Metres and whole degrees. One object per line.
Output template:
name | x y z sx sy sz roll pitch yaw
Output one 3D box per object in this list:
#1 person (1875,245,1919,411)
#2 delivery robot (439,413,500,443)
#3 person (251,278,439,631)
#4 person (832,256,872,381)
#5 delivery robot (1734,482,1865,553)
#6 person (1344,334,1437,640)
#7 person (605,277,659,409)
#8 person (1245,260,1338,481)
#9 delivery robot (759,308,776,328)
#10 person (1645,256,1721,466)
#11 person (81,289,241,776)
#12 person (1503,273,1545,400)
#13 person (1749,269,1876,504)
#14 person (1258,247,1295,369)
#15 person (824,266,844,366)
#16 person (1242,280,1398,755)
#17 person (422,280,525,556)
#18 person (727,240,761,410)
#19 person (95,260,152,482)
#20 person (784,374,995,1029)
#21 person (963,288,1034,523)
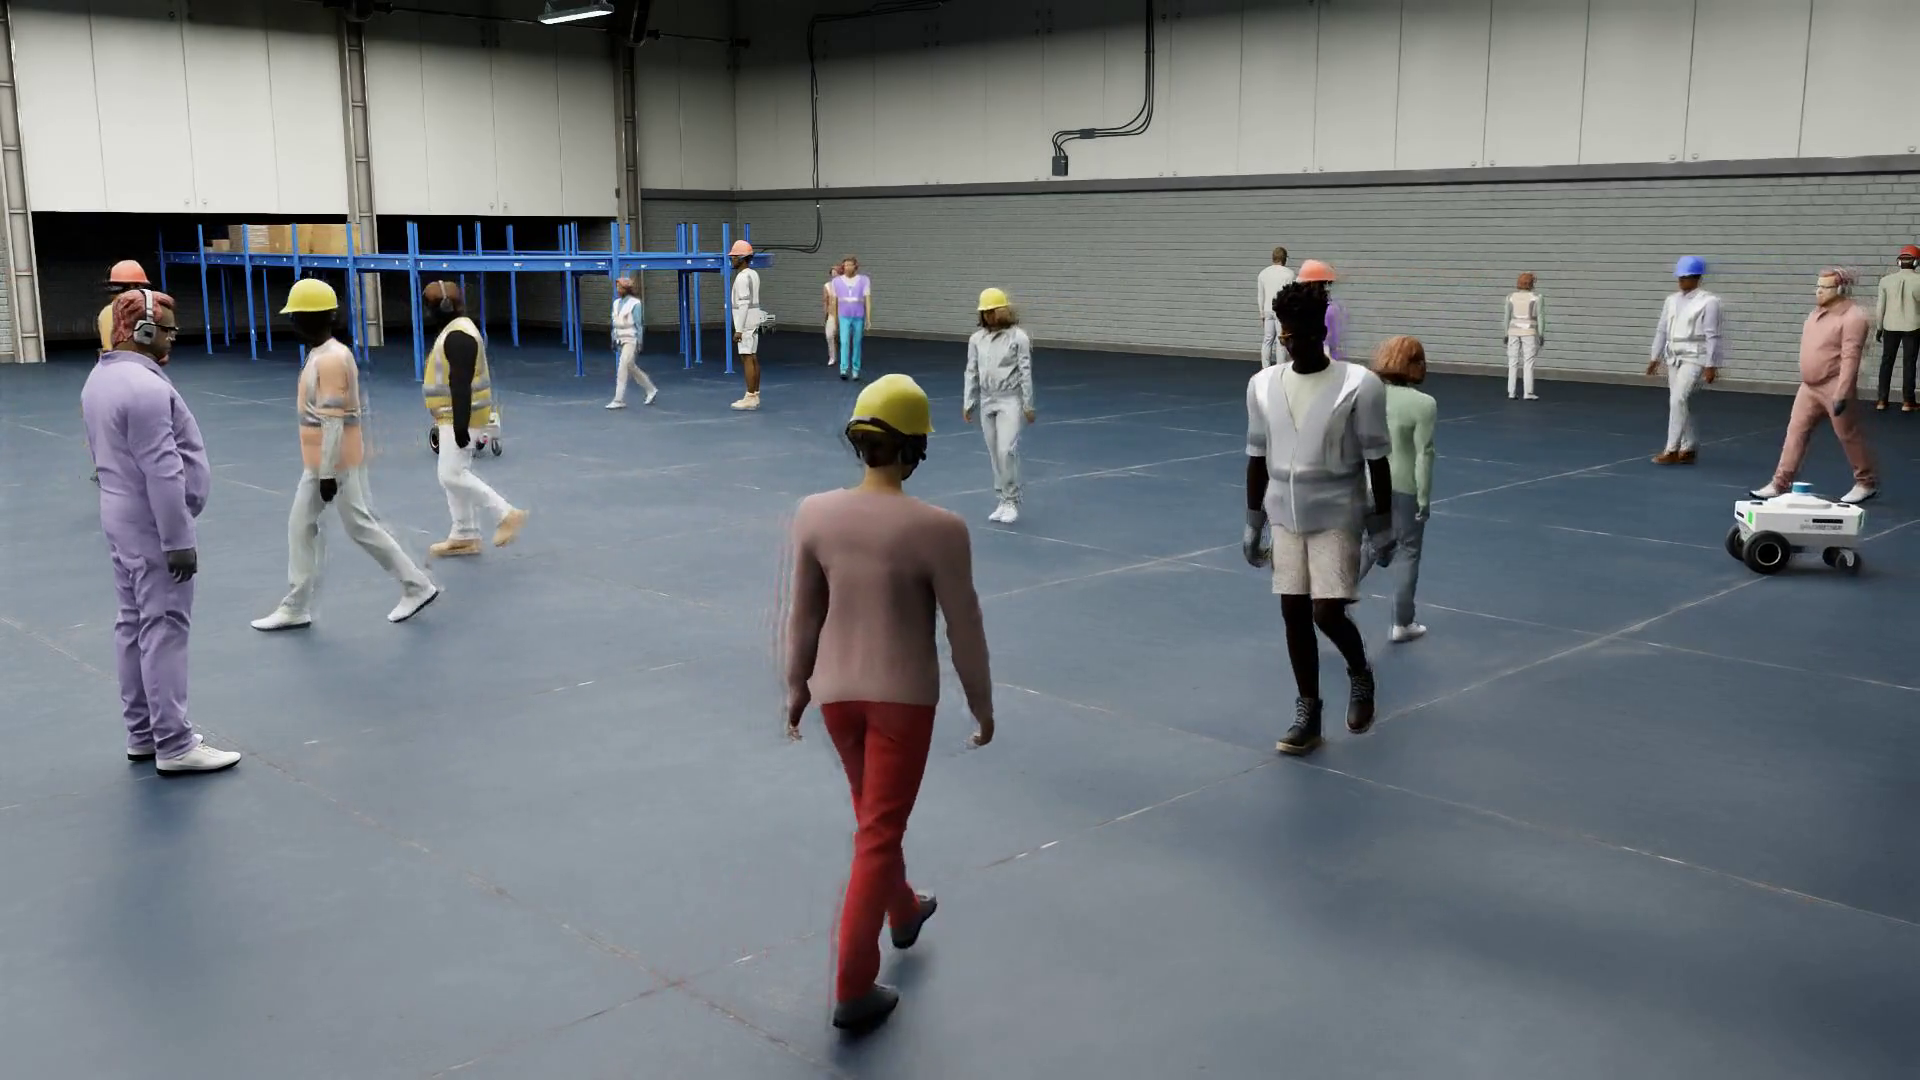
person | 11.474 -2.578 20.232 0.392 1.986 0.611 -10 14 -43
delivery robot | -4.791 -1.150 16.215 0.477 0.478 0.707 -10 14 -44
person | -3.341 -0.466 8.991 0.953 1.892 0.598 -5 12 -27
person | -1.573 -3.210 24.183 0.591 1.793 0.955 0 10 -1
delivery robot | 5.354 -0.124 10.617 0.707 0.478 0.477 2 11 10
person | 2.190 -0.253 8.568 0.654 1.608 0.508 -9 14 -42
person | -4.067 -2.444 20.542 0.806 1.606 0.527 -10 14 -44
person | 2.933 -1.417 14.170 0.969 1.887 0.563 3 11 17
delivery robot | -4.325 -4.798 36.109 0.477 0.478 0.707 -10 14 -44
person | 6.574 -1.638 15.305 0.791 1.921 0.614 -3 11 -17
person | -3.174 -0.033 6.590 0.407 1.903 0.639 -10 14 -43
person | 7.294 -2.621 21.493 0.568 1.622 0.315 7 13 35
person | 6.831 -1.192 13.071 1.053 1.857 0.655 -2 11 -11
person | 4.621 -3.285 24.215 0.371 1.941 0.627 -10 14 -43
person | -1.961 -3.610 26.860 0.529 1.622 0.454 3 11 16
person | 1.457 -0.089 6.812 0.625 1.936 0.546 9 14 41
person | -3.258 -0.796 10.966 0.527 1.821 0.625 -4 11 -21
person | -2.634 -2.618 20.295 0.378 2.045 0.605 1 10 7
person | -6.472 -1.204 12.916 0.566 1.919 0.564 6 12 31
person | -0.155 0.410 4.615 0.555 1.727 0.835 6 12 28
person | 0.259 -0.982 12.255 0.495 1.720 0.615 6 12 31
